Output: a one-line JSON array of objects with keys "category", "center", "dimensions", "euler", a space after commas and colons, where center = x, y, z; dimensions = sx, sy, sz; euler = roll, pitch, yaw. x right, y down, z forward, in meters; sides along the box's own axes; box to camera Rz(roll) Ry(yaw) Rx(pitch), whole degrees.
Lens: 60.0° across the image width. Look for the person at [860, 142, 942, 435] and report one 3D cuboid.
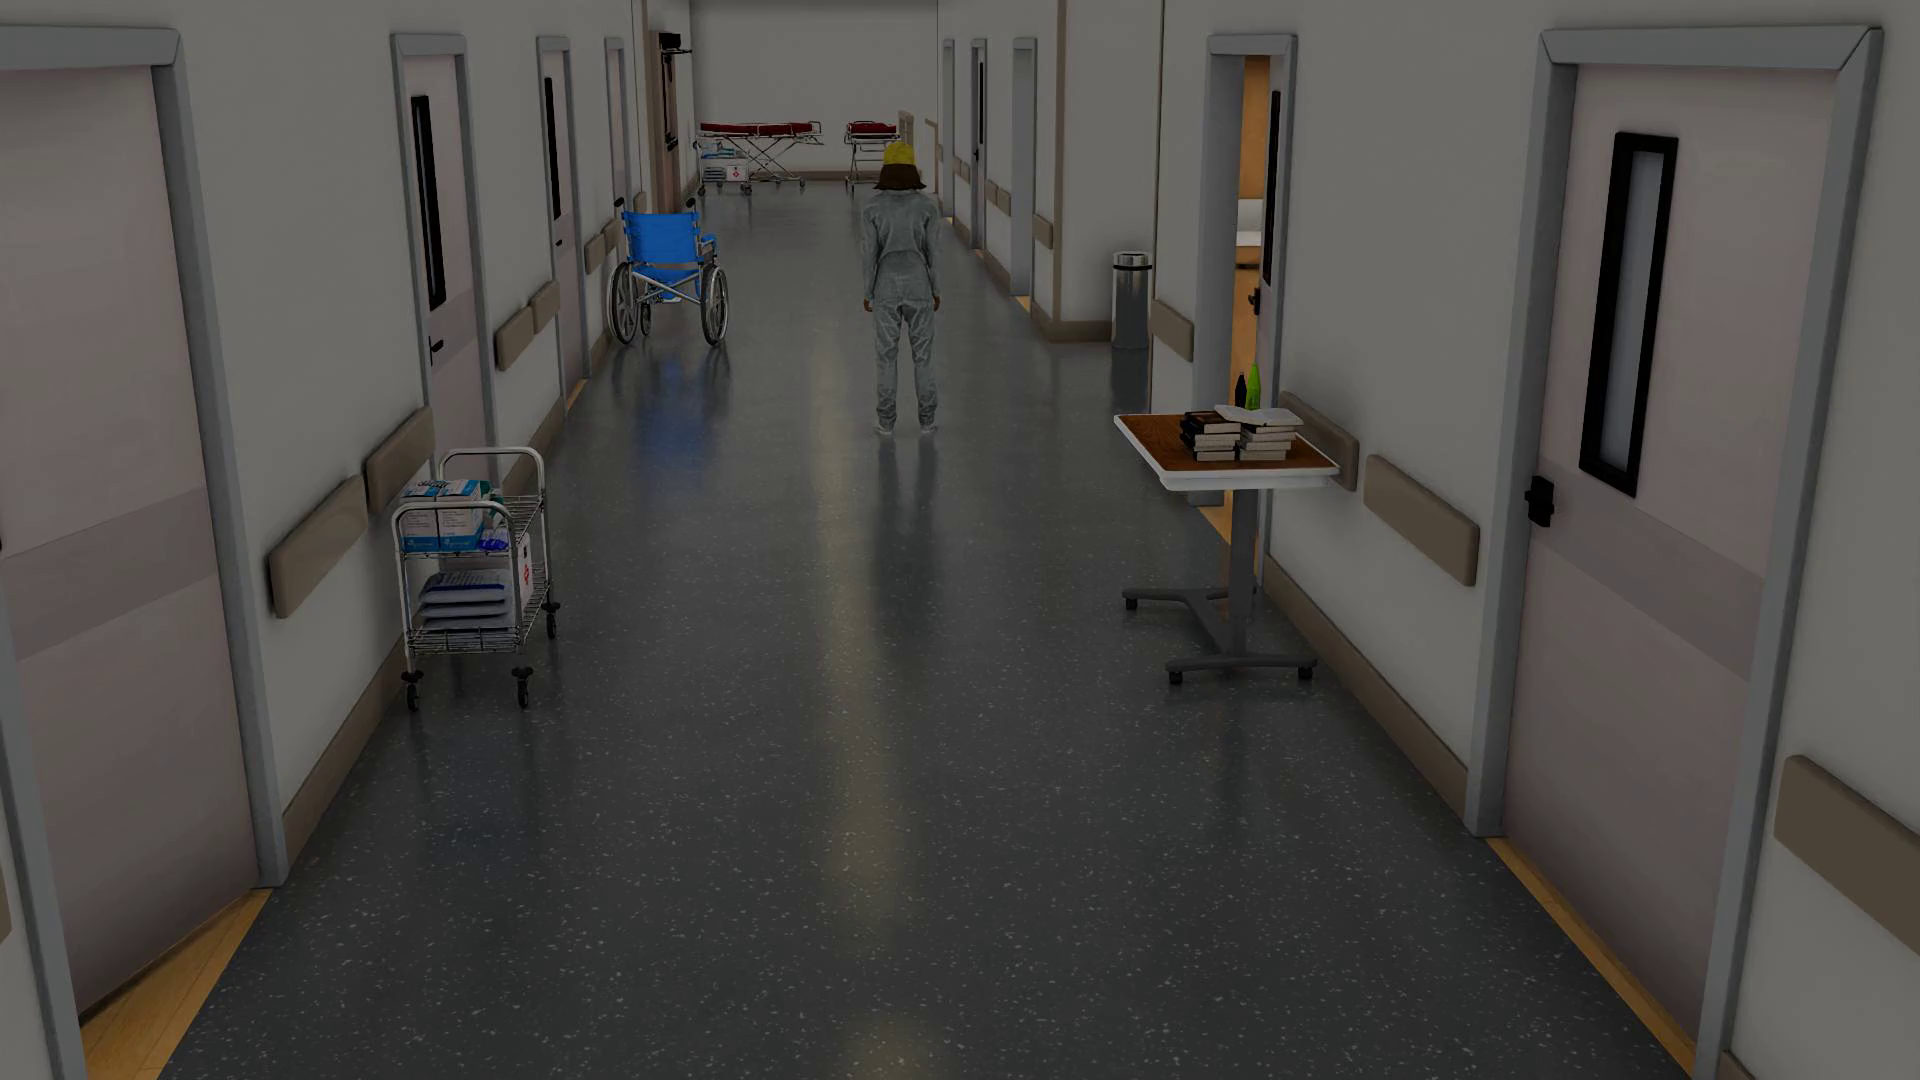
[{"category": "person", "center": [-0.349, -1.494, 9.968], "dimensions": [0.484, 1.735, 0.311], "euler": [-1, 17, -5]}]
